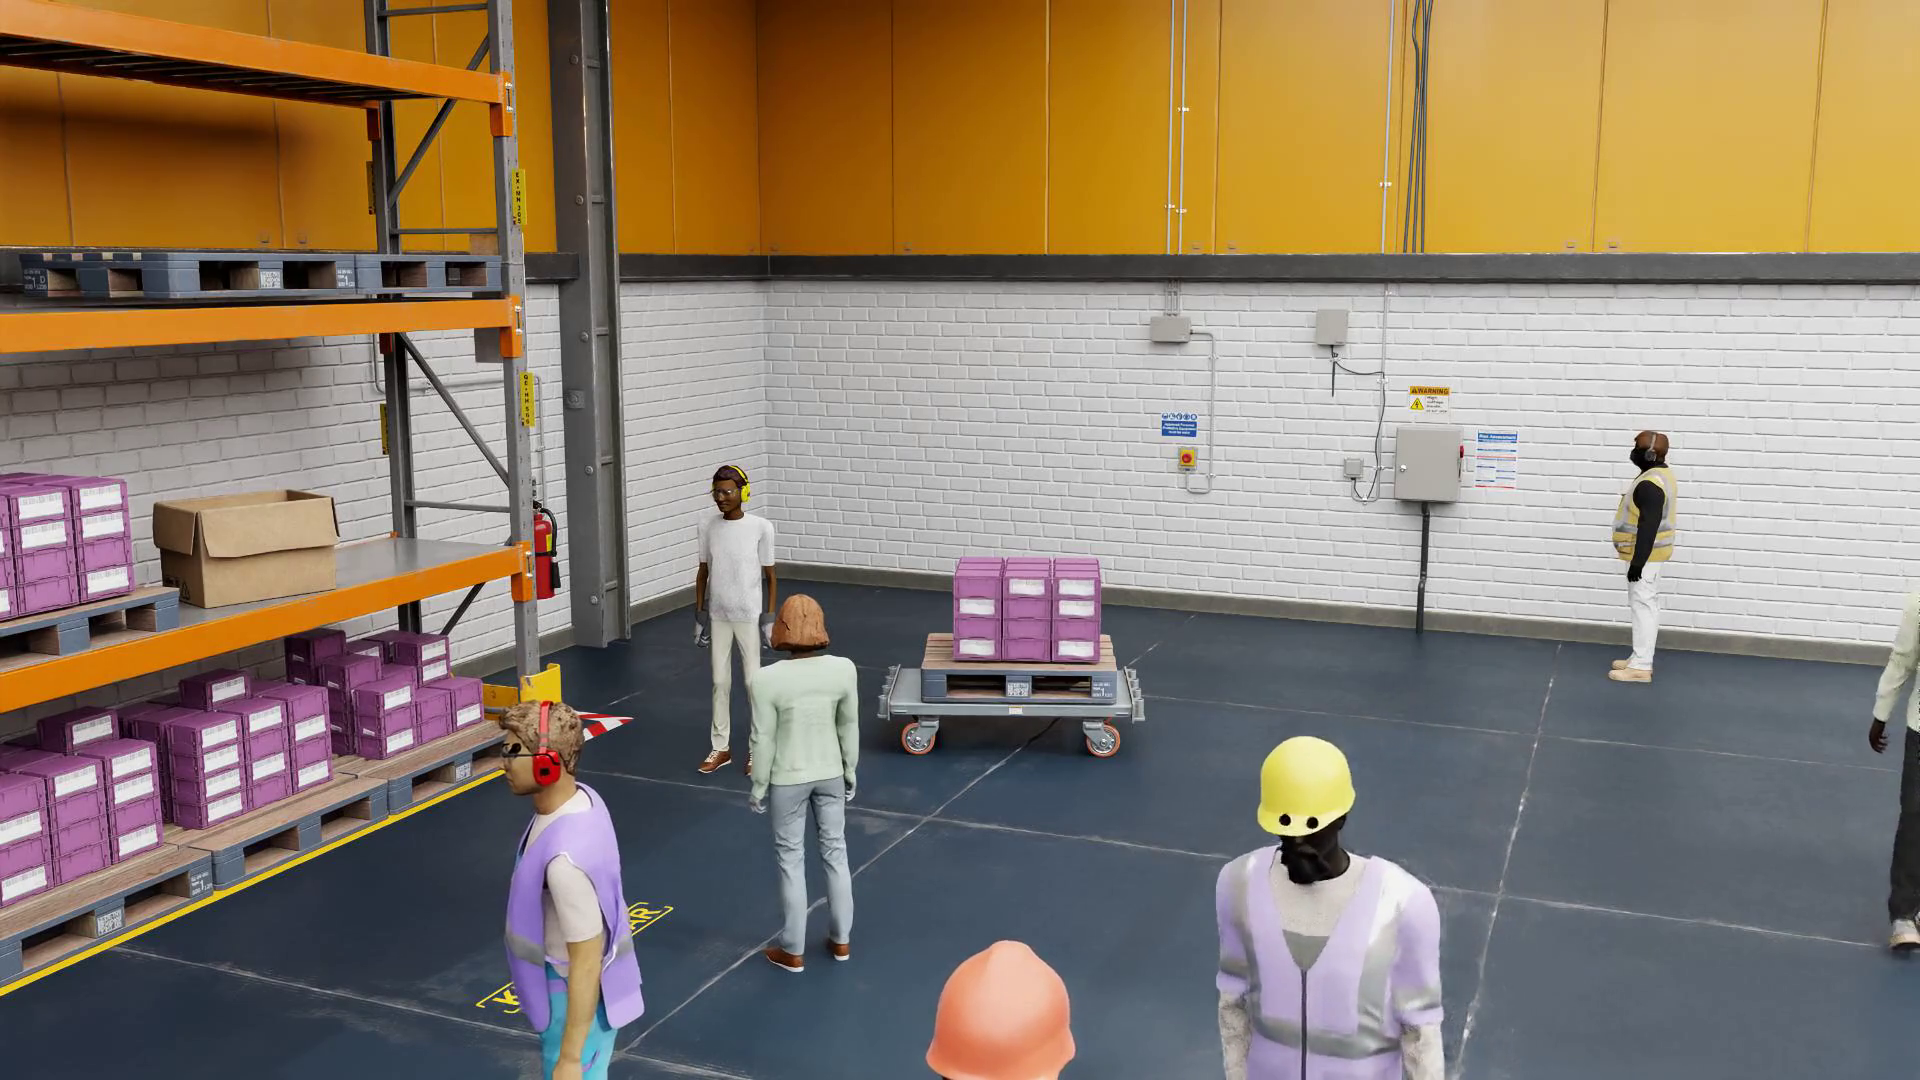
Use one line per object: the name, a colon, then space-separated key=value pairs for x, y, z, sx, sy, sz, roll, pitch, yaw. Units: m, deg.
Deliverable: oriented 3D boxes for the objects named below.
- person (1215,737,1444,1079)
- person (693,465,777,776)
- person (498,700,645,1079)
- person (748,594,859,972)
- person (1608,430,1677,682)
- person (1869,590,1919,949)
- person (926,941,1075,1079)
person: x=0.957 y=1.396 z=4.260 sx=0.624 sy=1.901 sz=0.718 roll=6 pitch=11 yaw=31
person: x=-1.343 y=0.477 z=9.911 sx=0.532 sy=1.869 sz=0.311 roll=2 pitch=10 yaw=13
person: x=-1.088 y=1.346 z=4.711 sx=0.384 sy=1.845 sz=0.565 roll=-2 pitch=10 yaw=-14
person: x=-0.671 y=1.044 z=7.190 sx=0.507 sy=1.632 sz=0.267 roll=-5 pitch=11 yaw=-29
person: x=4.996 y=0.115 z=12.184 sx=0.429 sy=1.847 sz=0.627 roll=5 pitch=11 yaw=27
person: x=4.384 y=0.866 z=7.349 sx=0.684 sy=1.933 sz=0.948 roll=6 pitch=11 yaw=33
person: x=0.064 y=1.616 z=2.800 sx=0.546 sy=1.939 sz=0.375 roll=2 pitch=10 yaw=9
